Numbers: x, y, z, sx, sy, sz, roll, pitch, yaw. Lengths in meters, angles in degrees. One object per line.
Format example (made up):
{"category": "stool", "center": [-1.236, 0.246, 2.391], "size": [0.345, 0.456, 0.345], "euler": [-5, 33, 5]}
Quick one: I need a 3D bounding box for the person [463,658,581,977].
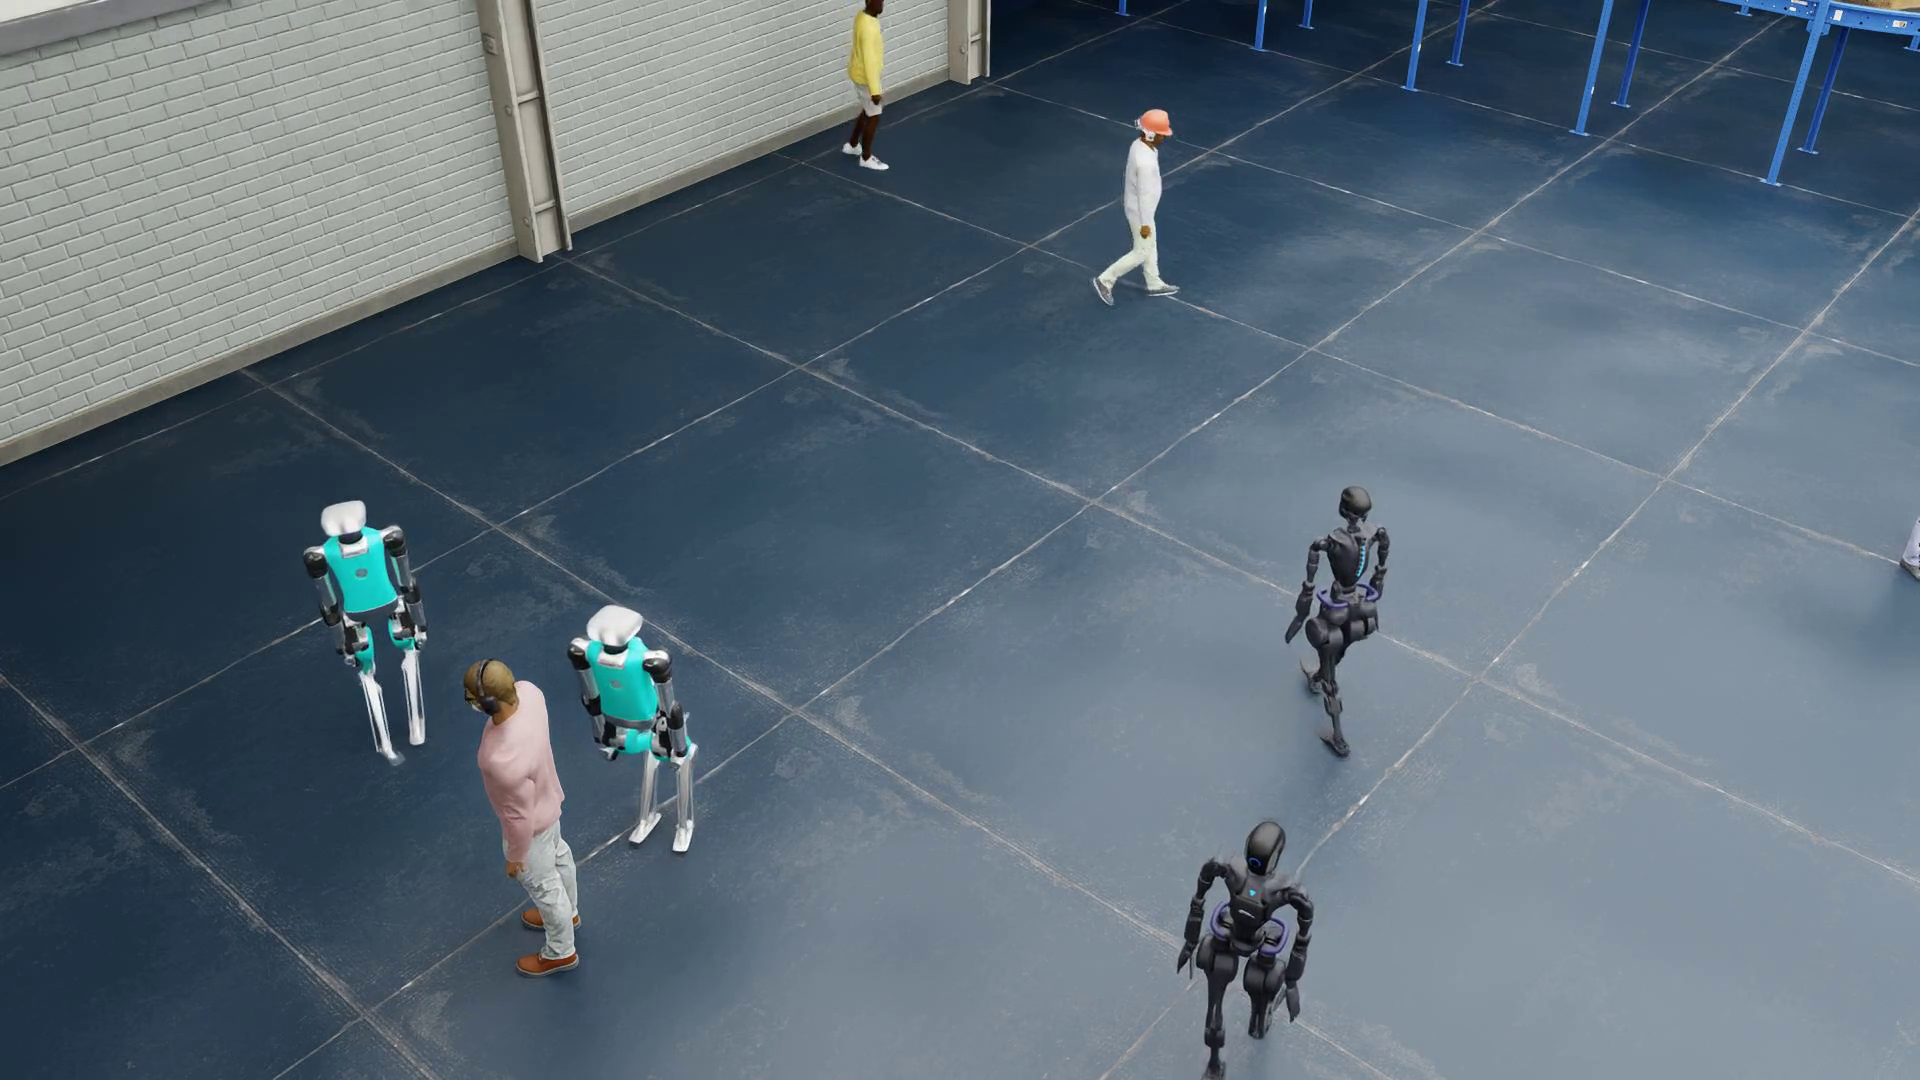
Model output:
{"category": "person", "center": [-2.108, 1.340, 8.075], "size": [0.372, 1.933, 0.626], "euler": [-2, 36, -3]}

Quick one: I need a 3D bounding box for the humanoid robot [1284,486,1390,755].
{"category": "humanoid robot", "center": [2.181, 0.404, 9.647], "size": [0.590, 1.622, 0.778], "euler": [-13, 37, -18]}

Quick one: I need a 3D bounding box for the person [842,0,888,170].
{"category": "person", "center": [-0.958, -4.561, 16.423], "size": [0.470, 1.862, 0.668], "euler": [0, 35, -1]}

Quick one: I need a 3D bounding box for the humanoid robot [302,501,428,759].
{"category": "humanoid robot", "center": [-3.338, 0.454, 9.484], "size": [0.548, 1.787, 0.670], "euler": [-15, 38, -20]}

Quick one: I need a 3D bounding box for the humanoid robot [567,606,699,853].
{"category": "humanoid robot", "center": [-1.622, 0.930, 8.767], "size": [0.534, 1.711, 0.752], "euler": [8, 36, 11]}

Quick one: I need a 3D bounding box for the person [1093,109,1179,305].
{"category": "person", "center": [1.544, -2.825, 14.096], "size": [0.694, 1.724, 0.597], "euler": [1, 35, 1]}

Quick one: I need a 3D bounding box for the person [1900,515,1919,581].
{"category": "person", "center": [6.603, -0.570, 10.834], "size": [0.564, 1.838, 0.382], "euler": [-21, 40, -26]}

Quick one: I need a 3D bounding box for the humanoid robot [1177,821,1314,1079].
{"category": "humanoid robot", "center": [1.315, 1.842, 7.595], "size": [0.594, 1.634, 0.568], "euler": [15, 38, 20]}
